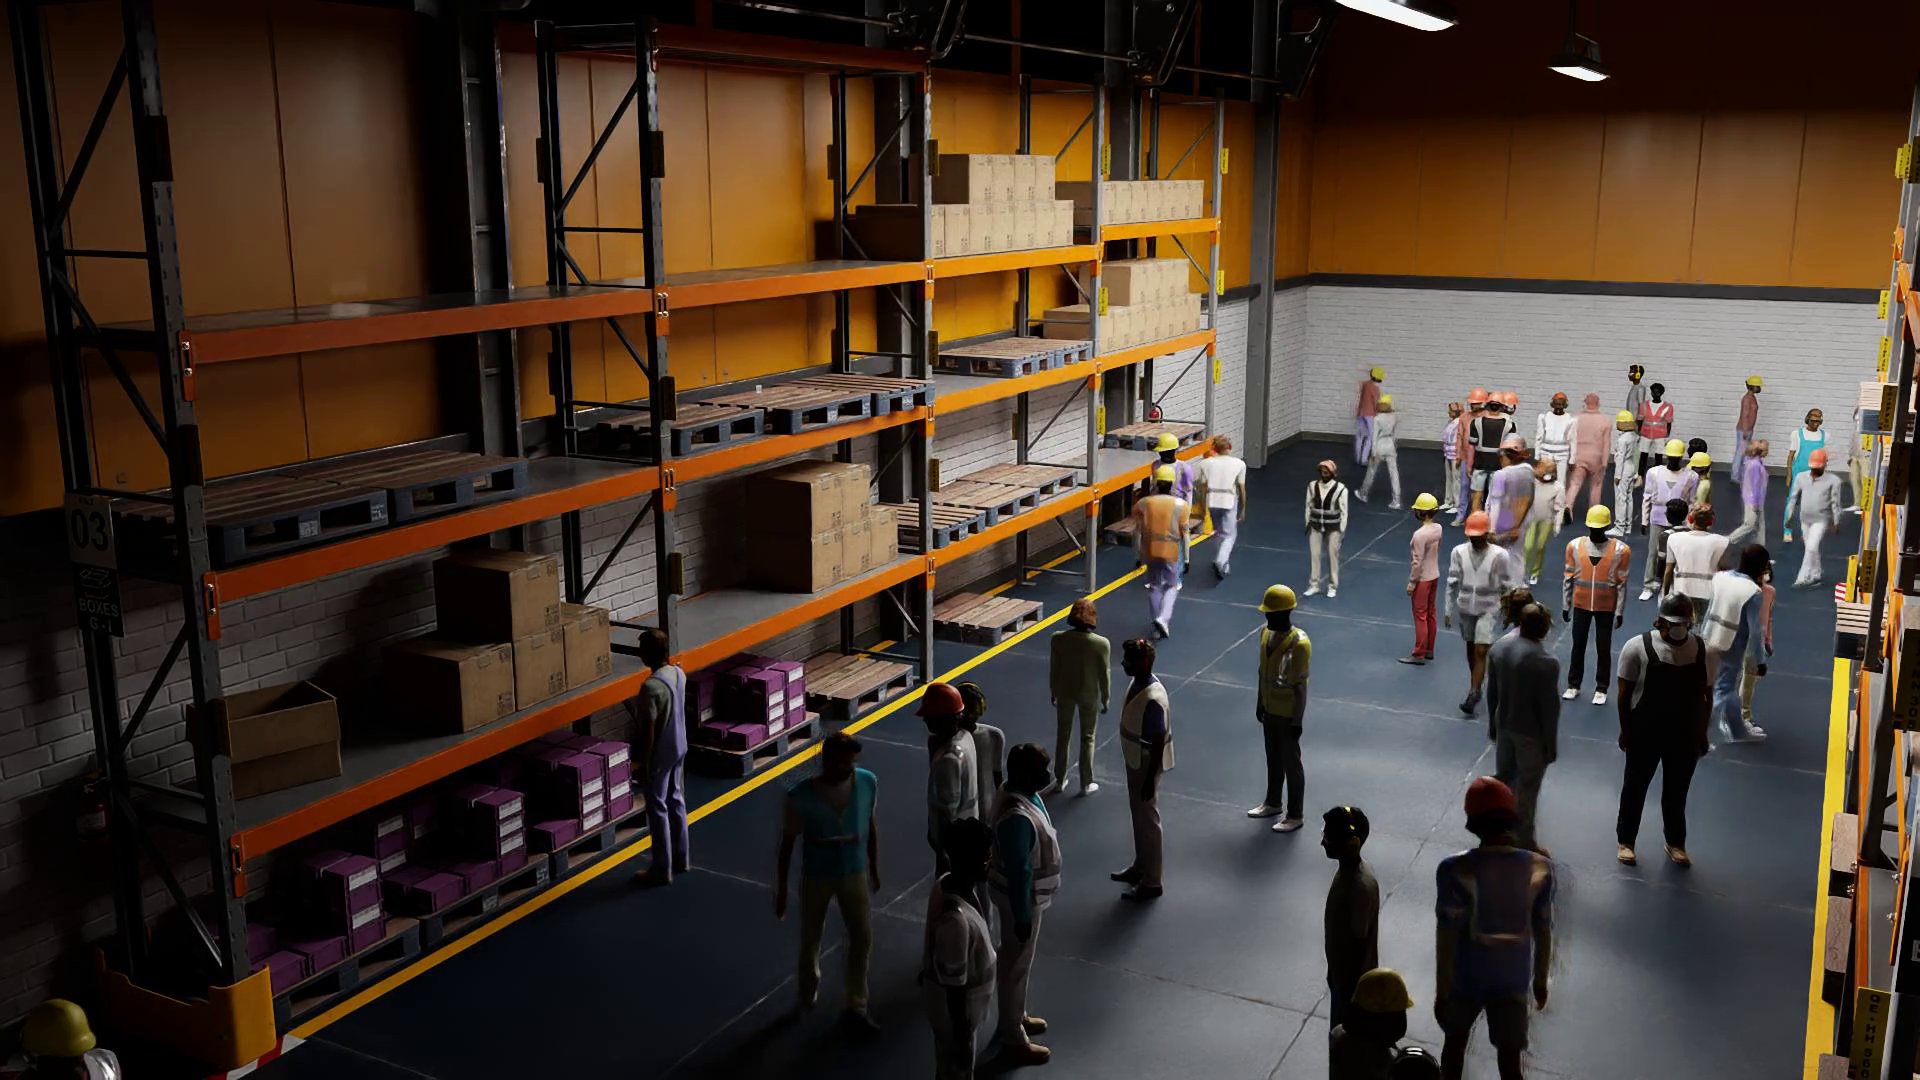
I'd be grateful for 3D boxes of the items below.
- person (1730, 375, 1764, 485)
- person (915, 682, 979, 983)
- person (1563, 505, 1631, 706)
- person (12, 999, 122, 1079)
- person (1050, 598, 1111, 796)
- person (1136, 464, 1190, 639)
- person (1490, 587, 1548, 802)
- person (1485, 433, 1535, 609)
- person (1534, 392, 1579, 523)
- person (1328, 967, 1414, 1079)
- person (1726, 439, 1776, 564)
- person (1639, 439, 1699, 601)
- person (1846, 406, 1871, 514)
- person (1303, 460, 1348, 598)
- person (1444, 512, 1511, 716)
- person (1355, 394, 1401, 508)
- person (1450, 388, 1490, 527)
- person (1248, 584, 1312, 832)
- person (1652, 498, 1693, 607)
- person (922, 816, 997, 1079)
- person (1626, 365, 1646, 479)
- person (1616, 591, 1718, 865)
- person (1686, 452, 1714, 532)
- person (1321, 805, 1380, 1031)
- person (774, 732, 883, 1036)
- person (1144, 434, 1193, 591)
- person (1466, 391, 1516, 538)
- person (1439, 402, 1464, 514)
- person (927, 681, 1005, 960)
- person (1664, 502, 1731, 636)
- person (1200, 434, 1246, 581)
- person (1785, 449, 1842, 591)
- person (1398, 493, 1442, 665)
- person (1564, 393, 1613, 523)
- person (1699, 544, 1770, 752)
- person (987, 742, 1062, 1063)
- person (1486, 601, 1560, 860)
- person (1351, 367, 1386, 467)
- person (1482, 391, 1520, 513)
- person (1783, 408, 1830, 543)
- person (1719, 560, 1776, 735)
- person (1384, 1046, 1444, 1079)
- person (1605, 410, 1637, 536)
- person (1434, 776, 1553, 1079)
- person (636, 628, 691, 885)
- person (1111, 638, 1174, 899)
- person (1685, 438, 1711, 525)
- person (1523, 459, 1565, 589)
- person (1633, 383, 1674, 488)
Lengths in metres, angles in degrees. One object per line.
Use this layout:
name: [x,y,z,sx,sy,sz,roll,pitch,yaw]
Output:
person: [12.642,-1.767,26.669,0.344,1.759,0.524,9,16,36]
person: [-0.081,1.806,10.281,0.388,1.929,0.544,2,13,10]
person: [5.975,0.605,15.688,0.581,1.919,0.393,7,15,30]
person: [-3.537,2.670,6.646,0.403,1.824,0.593,6,14,25]
person: [0.968,1.261,13.406,0.503,1.623,0.299,4,13,17]
person: [2.152,0.148,17.757,0.595,1.906,0.557,5,13,20]
person: [4.306,1.267,12.892,0.504,1.840,0.345,-11,16,-39]
person: [6.315,-0.232,19.149,0.535,2.000,0.685,3,13,12]
person: [8.494,-1.175,23.744,0.575,1.880,0.359,7,15,30]
person: [1.726,2.624,7.058,0.341,1.733,0.497,-4,13,-17]
person: [10.115,-0.491,21.275,0.693,1.616,0.528,6,14,26]
person: [8.242,-0.224,19.362,0.587,1.930,0.360,6,14,25]
person: [13.215,-1.181,24.380,0.383,1.607,0.511,-2,13,-8]
person: [4.316,-0.134,19.621,0.529,1.641,0.319,8,15,33]
person: [4.766,0.674,15.447,0.556,1.881,0.980,8,15,33]
person: [6.337,-1.339,24.925,0.483,1.675,0.972,-5,14,-22]
person: [7.233,-1.141,23.326,0.612,1.991,0.392,11,16,40]
person: [2.440,1.269,12.716,0.408,1.918,0.584,-5,14,-23]
person: [7.326,0.412,17.067,0.531,1.684,0.324,-9,15,-35]
person: [-0.002,2.274,8.095,0.364,1.964,0.611,0,13,-2]
person: [10.970,-1.929,27.133,0.329,1.872,0.508,2,13,8]
person: [5.111,1.361,12.015,0.684,2.000,0.538,1,13,5]
person: [8.611,-0.156,19.444,0.340,1.761,0.526,7,14,29]
person: [1.963,2.240,8.494,0.327,1.863,0.510,1,13,3]
person: [-0.749,2.002,9.656,0.673,1.811,0.662,-5,13,-20]
person: [2.490,-0.324,19.835,0.589,1.919,0.392,12,17,43]
person: [7.231,-1.016,22.688,0.619,2.029,0.410,4,13,17]
person: [7.255,-1.212,24.441,0.306,1.639,0.522,-2,13,-8]
person: [0.043,1.784,10.535,0.510,1.862,0.328,-1,13,-4]
person: [7.095,0.552,16.077,0.570,1.844,0.377,5,13,21]
person: [3.187,-0.381,20.346,0.570,1.810,0.702,5,14,23]
person: [10.187,-0.245,19.940,0.782,1.701,0.605,-8,15,-31]
person: [4.714,0.395,16.963,0.310,1.769,0.525,10,16,38]
person: [8.919,-1.157,23.676,0.641,1.878,0.824,10,16,38]
person: [6.680,0.930,14.359,0.830,1.861,0.673,-2,13,-8]
person: [0.366,2.030,9.469,0.428,1.841,0.634,0,13,2]
person: [4.102,1.387,12.132,0.366,1.936,0.635,-6,14,-24]
person: [6.946,-2.115,28.309,0.337,1.719,0.683,-3,13,-14]
person: [7.500,-1.063,22.995,0.407,1.986,0.615,-3,13,-15]
person: [11.421,-0.867,22.438,0.504,1.843,0.345,2,13,9]
person: [7.033,0.937,14.828,0.503,1.636,0.280,-5,13,-20]
person: [1.661,2.760,6.211,0.503,1.840,0.341,2,13,8]
person: [9.132,-0.926,22.950,0.321,1.737,0.483,11,16,40]
person: [2.695,2.200,8.447,0.632,1.982,0.885,-1,13,-2]
person: [-2.105,1.521,11.763,0.344,1.837,0.519,4,13,19]
person: [1.283,1.569,11.525,0.373,1.843,0.572,-2,13,-7]
person: [9.170,-0.434,20.829,0.315,1.696,0.541,12,17,43]
person: [6.978,-0.201,19.996,0.523,1.584,0.648,6,14,24]
person: [10.935,-1.637,26.213,0.536,1.696,0.321,9,15,35]
